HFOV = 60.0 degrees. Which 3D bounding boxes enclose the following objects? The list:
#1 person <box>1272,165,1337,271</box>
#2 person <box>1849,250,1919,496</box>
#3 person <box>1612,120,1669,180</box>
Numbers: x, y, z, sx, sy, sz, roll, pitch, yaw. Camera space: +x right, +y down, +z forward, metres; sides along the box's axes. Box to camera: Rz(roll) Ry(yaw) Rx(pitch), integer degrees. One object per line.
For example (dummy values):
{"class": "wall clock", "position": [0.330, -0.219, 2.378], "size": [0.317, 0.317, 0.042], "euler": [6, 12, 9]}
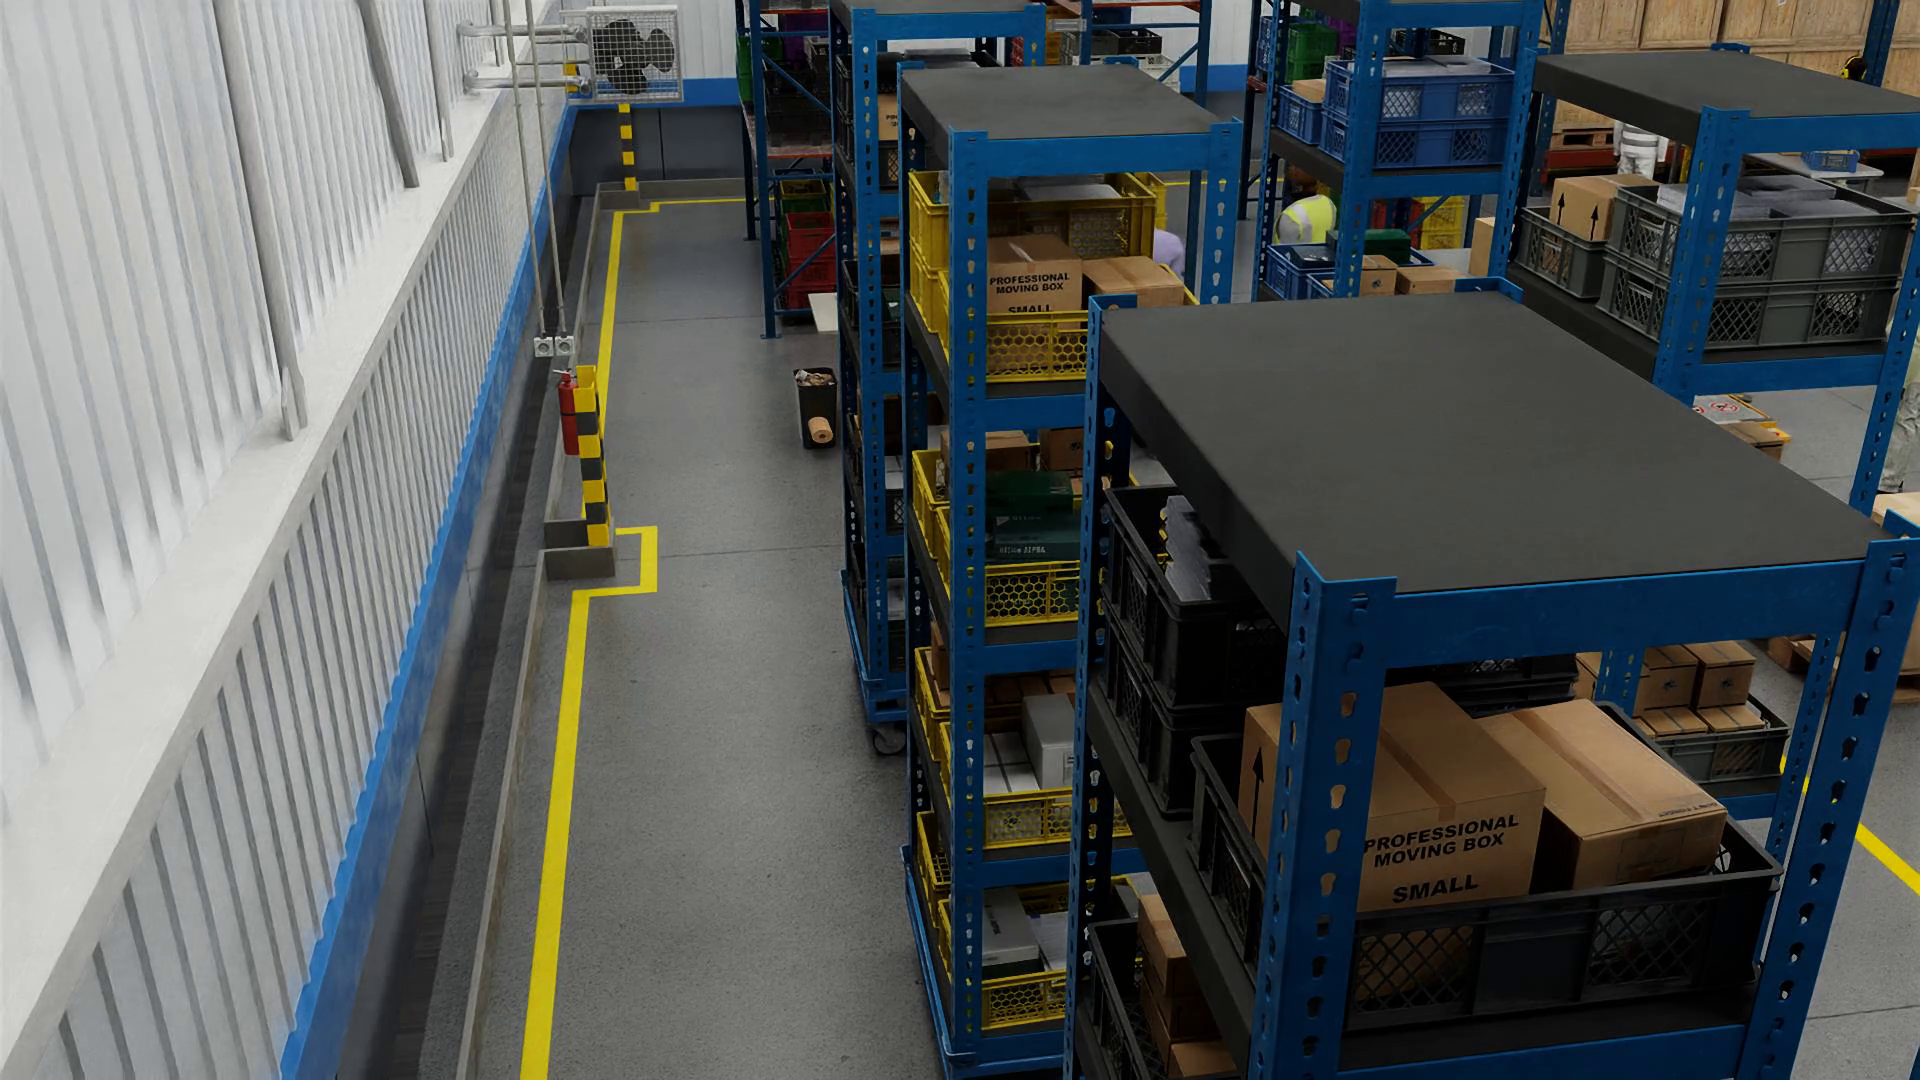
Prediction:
{"class": "person", "position": [2.545, -1.944, 12.634], "size": [0.429, 1.838, 0.622], "euler": [21, 32, 38]}
{"class": "person", "position": [6.207, -1.127, 10.859], "size": [0.404, 1.833, 0.592], "euler": [18, 30, 34]}
{"class": "person", "position": [6.898, -3.925, 16.882], "size": [0.346, 1.882, 0.584], "euler": [-19, 31, -35]}
